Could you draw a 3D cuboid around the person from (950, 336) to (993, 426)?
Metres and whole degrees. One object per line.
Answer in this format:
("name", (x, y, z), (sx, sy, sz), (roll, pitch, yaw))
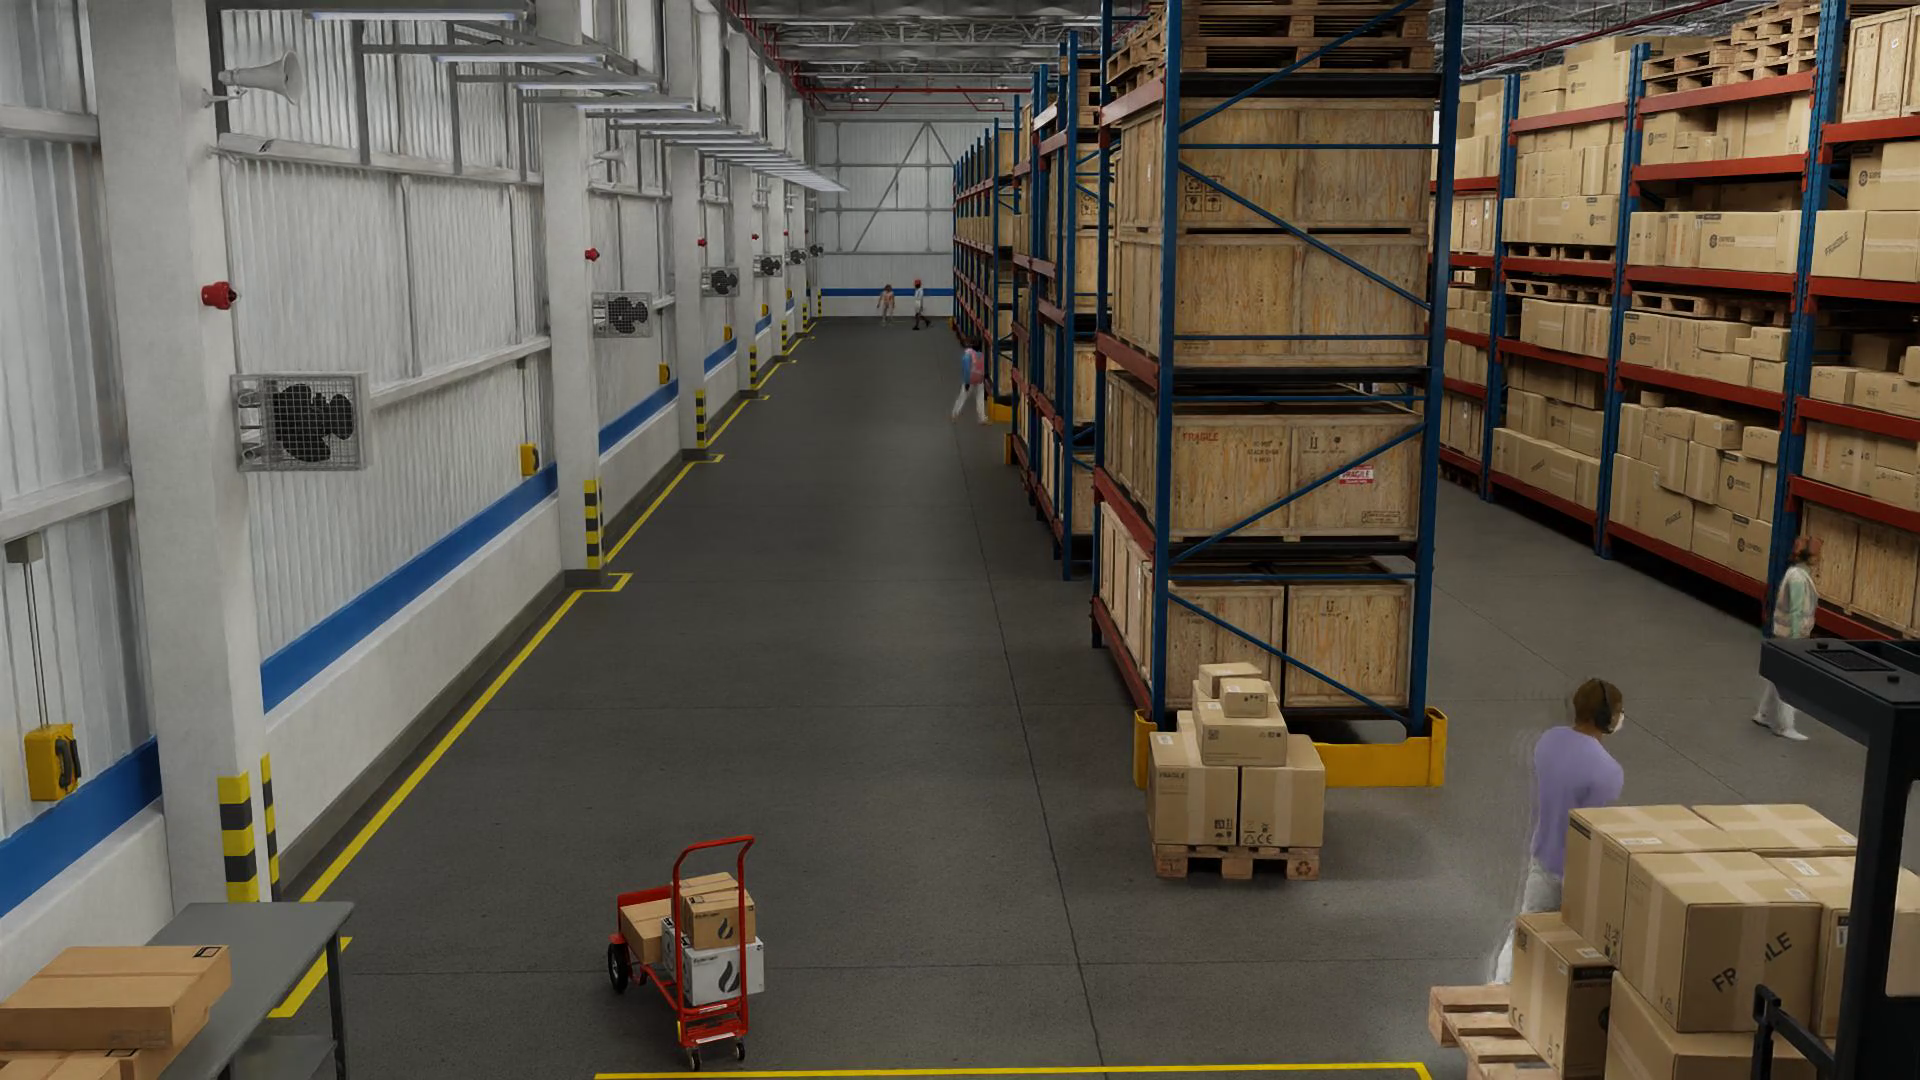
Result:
("person", (0.207, -3.178, 33.252), (0.953, 1.793, 0.648), (8, 13, 35))

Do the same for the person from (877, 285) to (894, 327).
("person", (-2.871, -9.030, 64.115), (0.665, 1.626, 0.354), (-1, 11, -5))

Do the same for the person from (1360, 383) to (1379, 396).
("person", (6.778, -2.166, 27.630), (0.374, 1.917, 0.596), (3, 11, 14))

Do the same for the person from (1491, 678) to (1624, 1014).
("person", (3.063, 1.589, 8.174), (1.014, 1.886, 0.650), (-3, 11, -15))

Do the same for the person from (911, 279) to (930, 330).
("person", (-1.469, -8.800, 62.152), (0.683, 1.915, 0.543), (-5, 12, -24))

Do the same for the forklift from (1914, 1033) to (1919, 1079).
("forklift", (3.158, 1.771, 4.636), (1.129, 2.768, 1.873), (0, 11, -2))

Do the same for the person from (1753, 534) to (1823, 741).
("person", (6.596, 0.762, 13.165), (0.320, 1.649, 0.523), (5, 12, 25))
